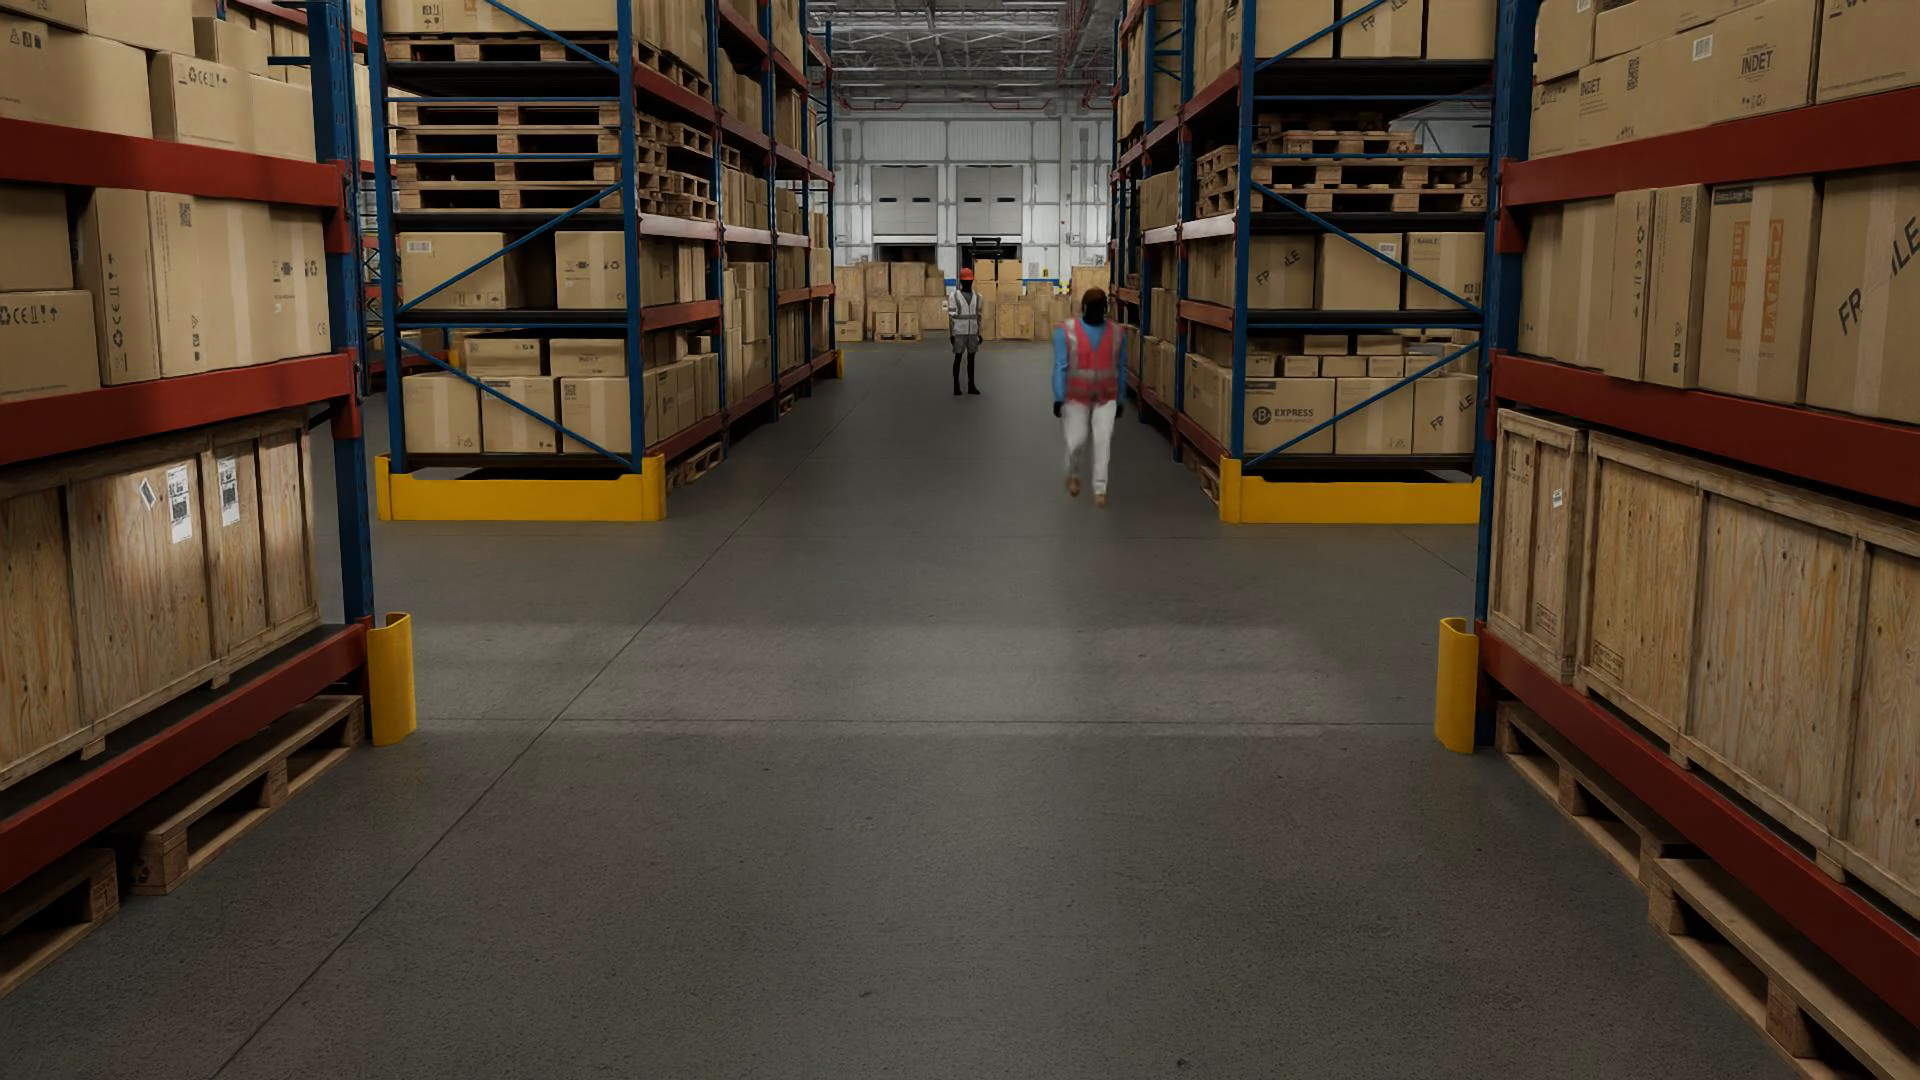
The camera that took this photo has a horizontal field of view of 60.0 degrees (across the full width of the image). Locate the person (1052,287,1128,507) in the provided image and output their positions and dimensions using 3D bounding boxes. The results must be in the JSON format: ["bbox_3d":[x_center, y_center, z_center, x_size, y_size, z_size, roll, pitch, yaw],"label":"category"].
[{"bbox_3d":[1.081,-1.188,13.826,0.643,1.825,0.502,-1,10,-6],"label":"person"}]

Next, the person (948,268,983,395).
[{"bbox_3d":[0.097,-3.184,25.453,0.548,1.938,0.358,-4,10,-22],"label":"person"}]

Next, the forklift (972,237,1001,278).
[{"bbox_3d":[0.847,-8.362,53.652,1.129,2.768,1.873,0,9,1],"label":"forklift"}]

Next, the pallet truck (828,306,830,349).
[{"bbox_3d":[-3.100,-3.940,29.800,1.885,1.965,0.823,3,10,19],"label":"pallet truck"}]
